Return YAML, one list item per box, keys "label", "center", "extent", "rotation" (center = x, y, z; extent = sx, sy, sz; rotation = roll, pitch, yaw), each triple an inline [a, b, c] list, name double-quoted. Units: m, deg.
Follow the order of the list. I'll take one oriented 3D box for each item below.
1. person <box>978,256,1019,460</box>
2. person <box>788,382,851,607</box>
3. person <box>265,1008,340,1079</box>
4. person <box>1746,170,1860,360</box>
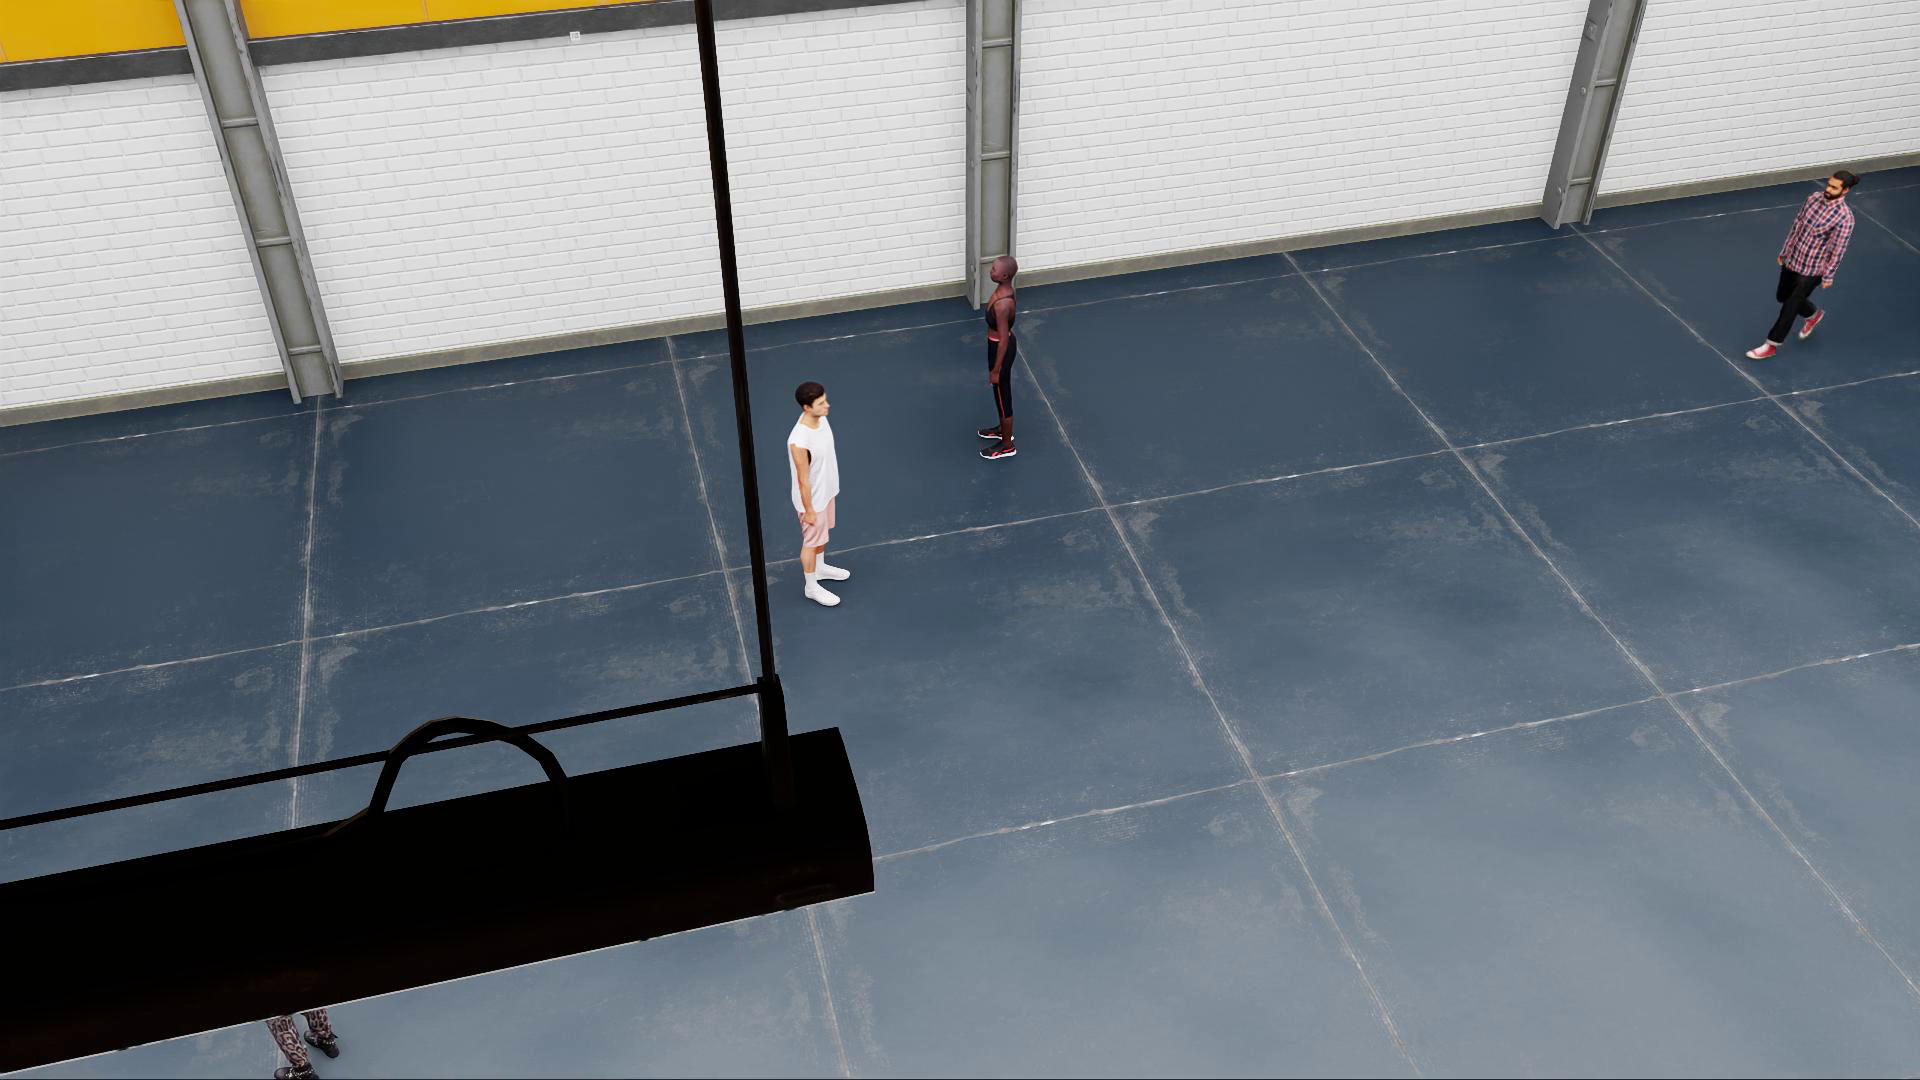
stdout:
- label: "person"
  center: [0.338, -1.457, 13.104]
  extent: [0.609, 1.758, 0.638]
  rotation: [0, 39, 0]
- label: "person"
  center: [-1.030, -0.354, 11.699]
  extent: [0.730, 1.789, 0.726]
  rotation: [8, 39, 10]
- label: "person"
  center: [-3.541, 2.204, 8.556]
  extent: [0.727, 1.714, 0.683]
  rotation: [14, 41, 16]
- label: "person"
  center: [7.324, -2.383, 14.279]
  extent: [1.018, 1.740, 0.675]
  rotation: [-11, 40, -13]
